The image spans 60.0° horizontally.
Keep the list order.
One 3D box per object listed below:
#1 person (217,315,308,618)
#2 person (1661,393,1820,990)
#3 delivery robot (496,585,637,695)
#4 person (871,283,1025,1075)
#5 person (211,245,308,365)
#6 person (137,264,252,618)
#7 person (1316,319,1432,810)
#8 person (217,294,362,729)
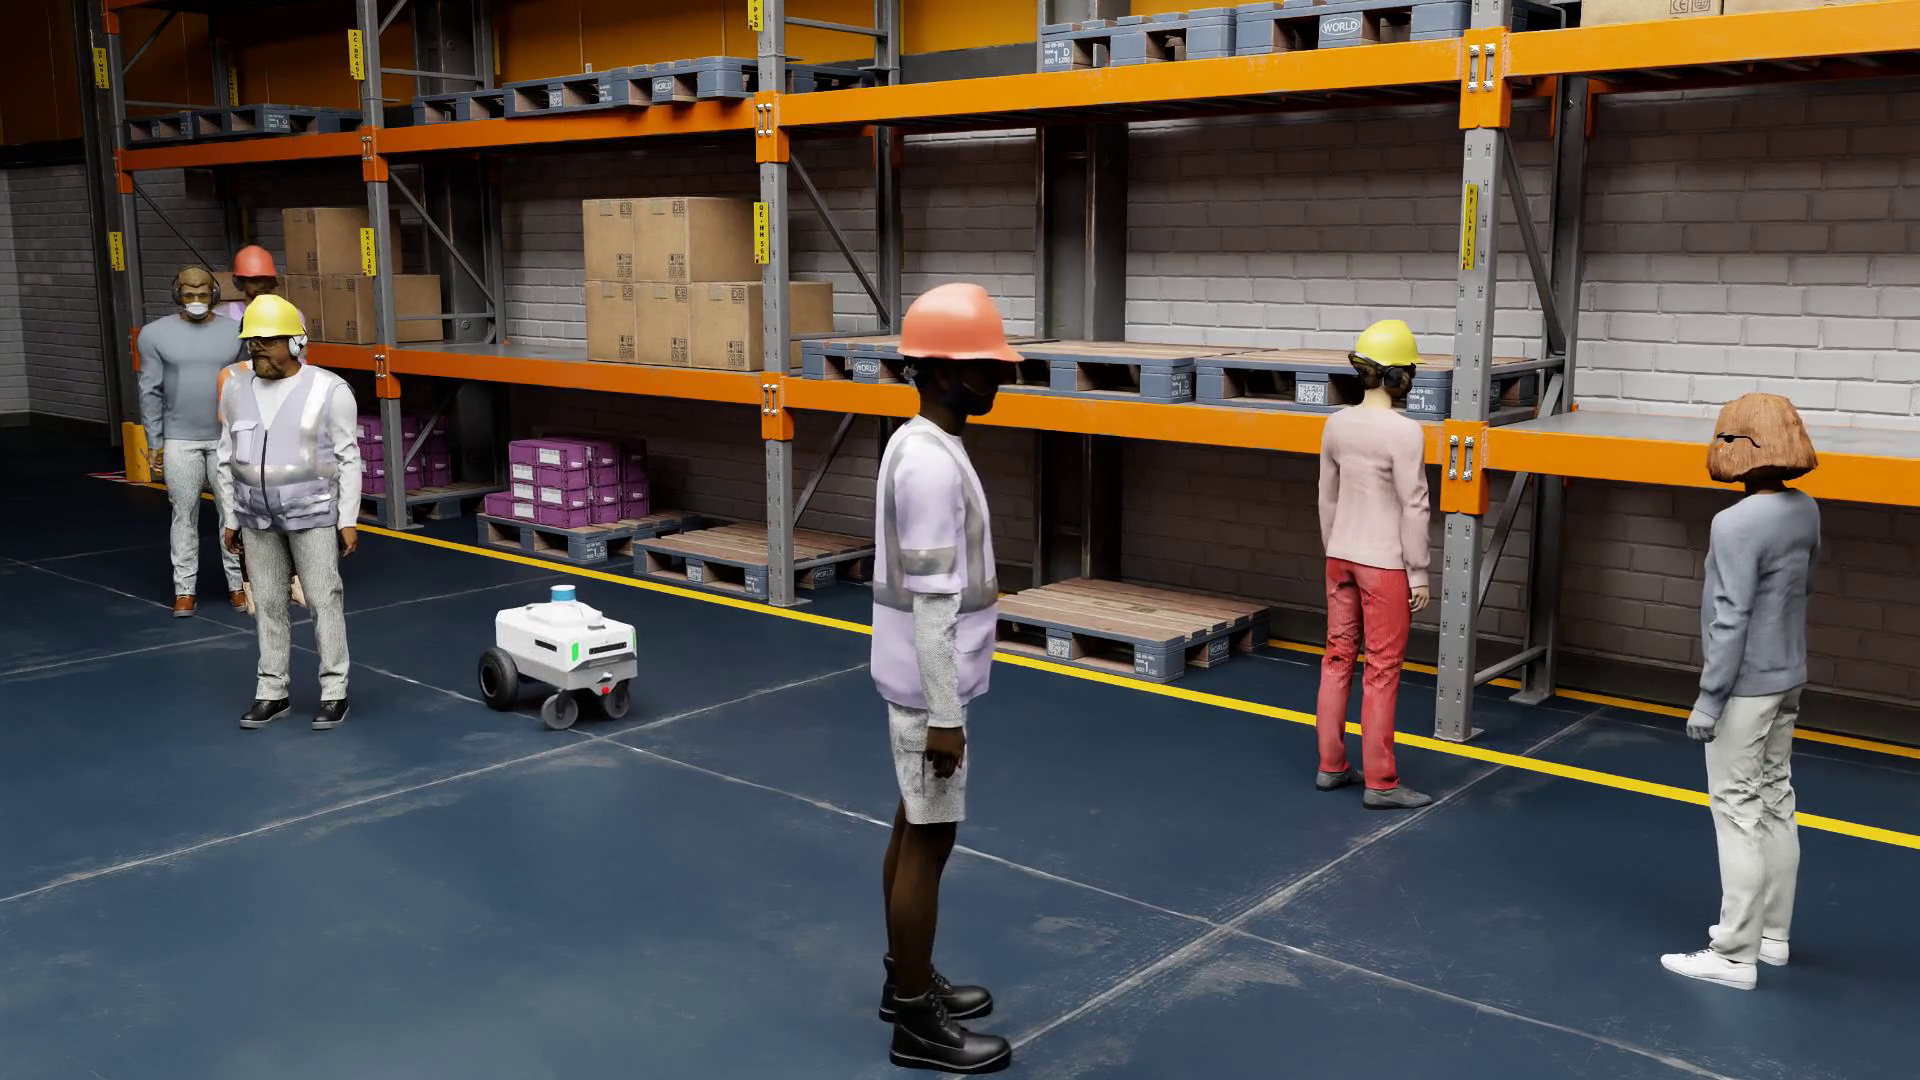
[{"bbox_3d":[-3.818,-0.432,9.211,0.319,1.699,0.532,8,13,40],"label":"person"},{"bbox_3d":[2.168,0.414,4.582,0.507,1.632,0.267,-8,13,-40],"label":"person"},{"bbox_3d":[-1.716,0.440,7.238,0.477,0.478,0.707,-9,14,-43],"label":"delivery robot"},{"bbox_3d":[-0.034,0.339,4.145,0.379,1.937,0.548,-1,10,-3],"label":"person"},{"bbox_3d":[-4.378,-0.821,10.466,0.614,2.044,0.384,-8,13,-39],"label":"person"},{"bbox_3d":[-4.168,-0.545,9.188,0.627,1.935,0.371,-5,11,-25],"label":"person"},{"bbox_3d":[1.512,0.090,6.050,0.315,1.769,0.523,-5,11,-27],"label":"person"},{"bbox_3d":[-2.823,-0.108,6.986,0.603,1.830,0.404,1,10,4],"label":"person"}]
